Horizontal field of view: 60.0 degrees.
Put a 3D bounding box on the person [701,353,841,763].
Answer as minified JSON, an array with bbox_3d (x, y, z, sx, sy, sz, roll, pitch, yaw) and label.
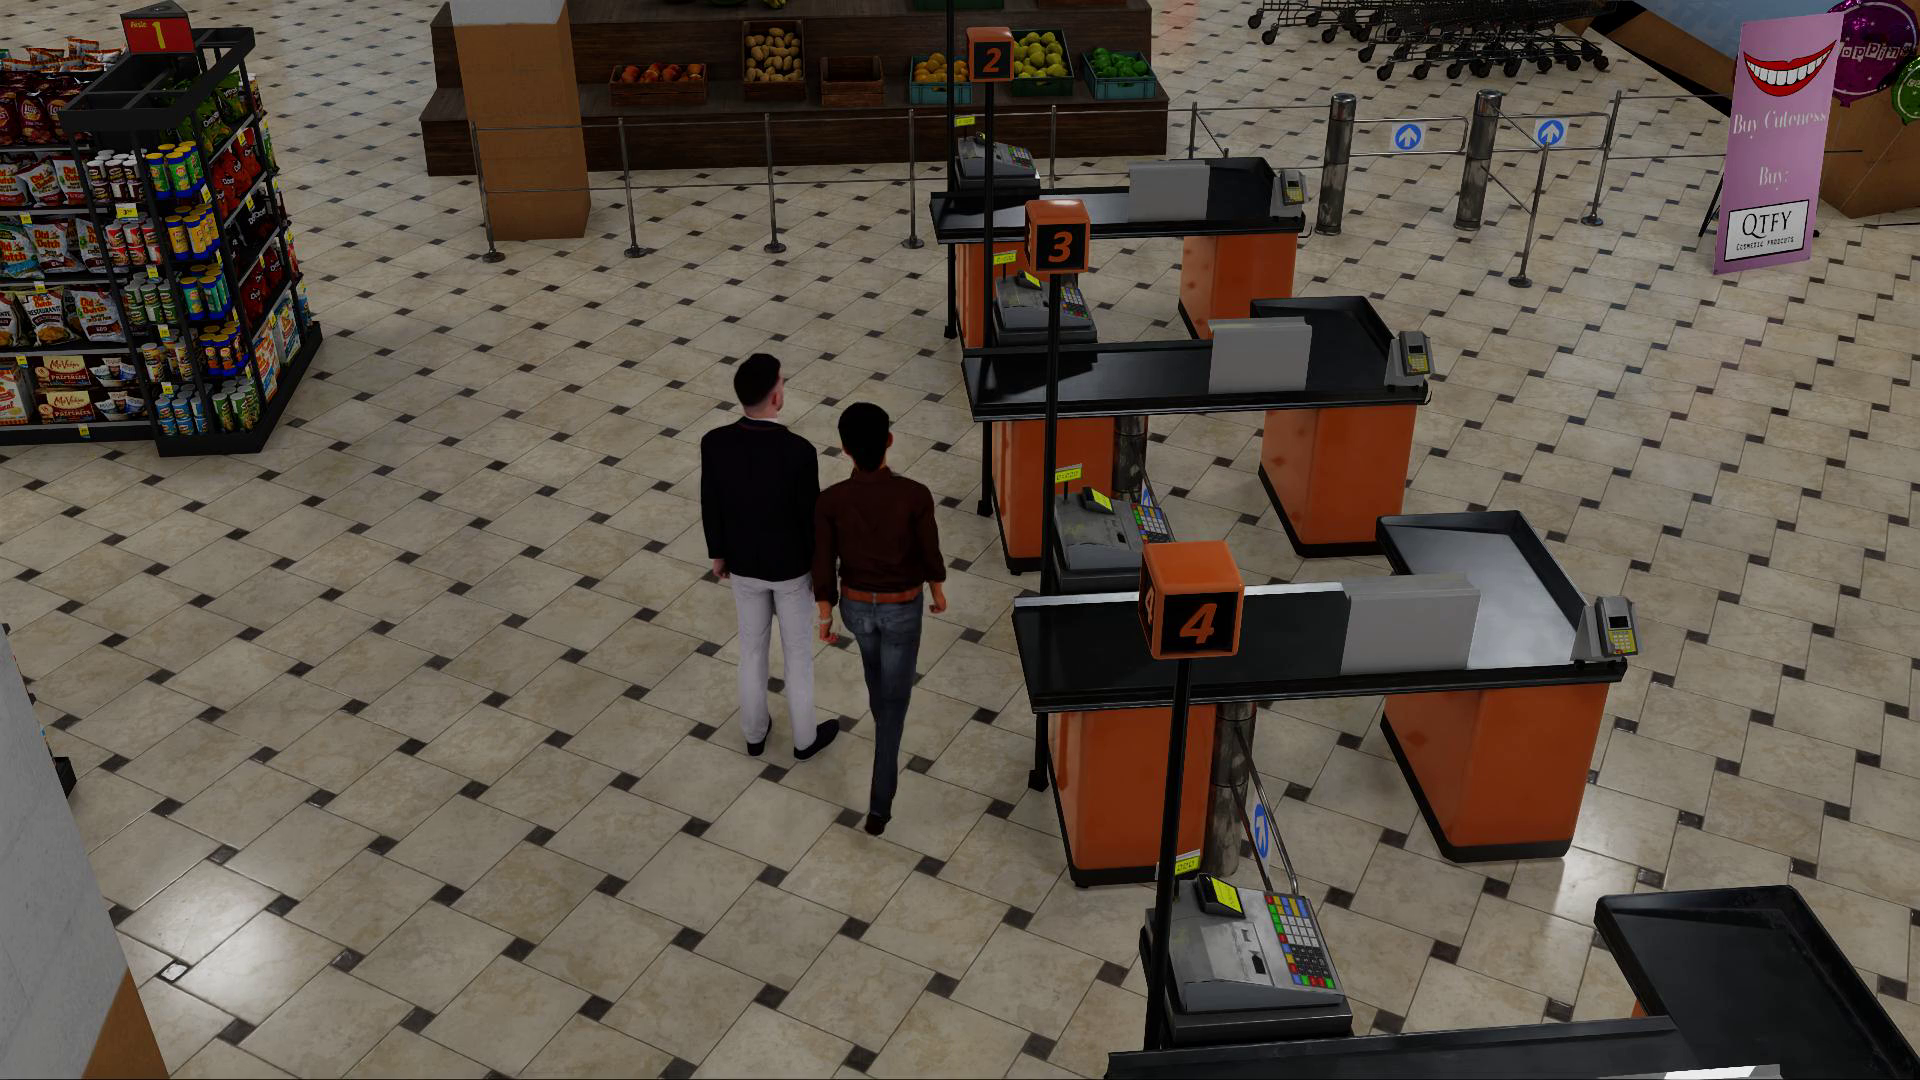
[{"bbox_3d":[-0.779,0.101,6.758,0.597,1.840,0.784,8,33,12],"label":"person"}]

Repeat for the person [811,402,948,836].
[{"bbox_3d":[-0.303,0.339,6.469,1.135,1.741,0.883,3,32,6],"label":"person"}]
